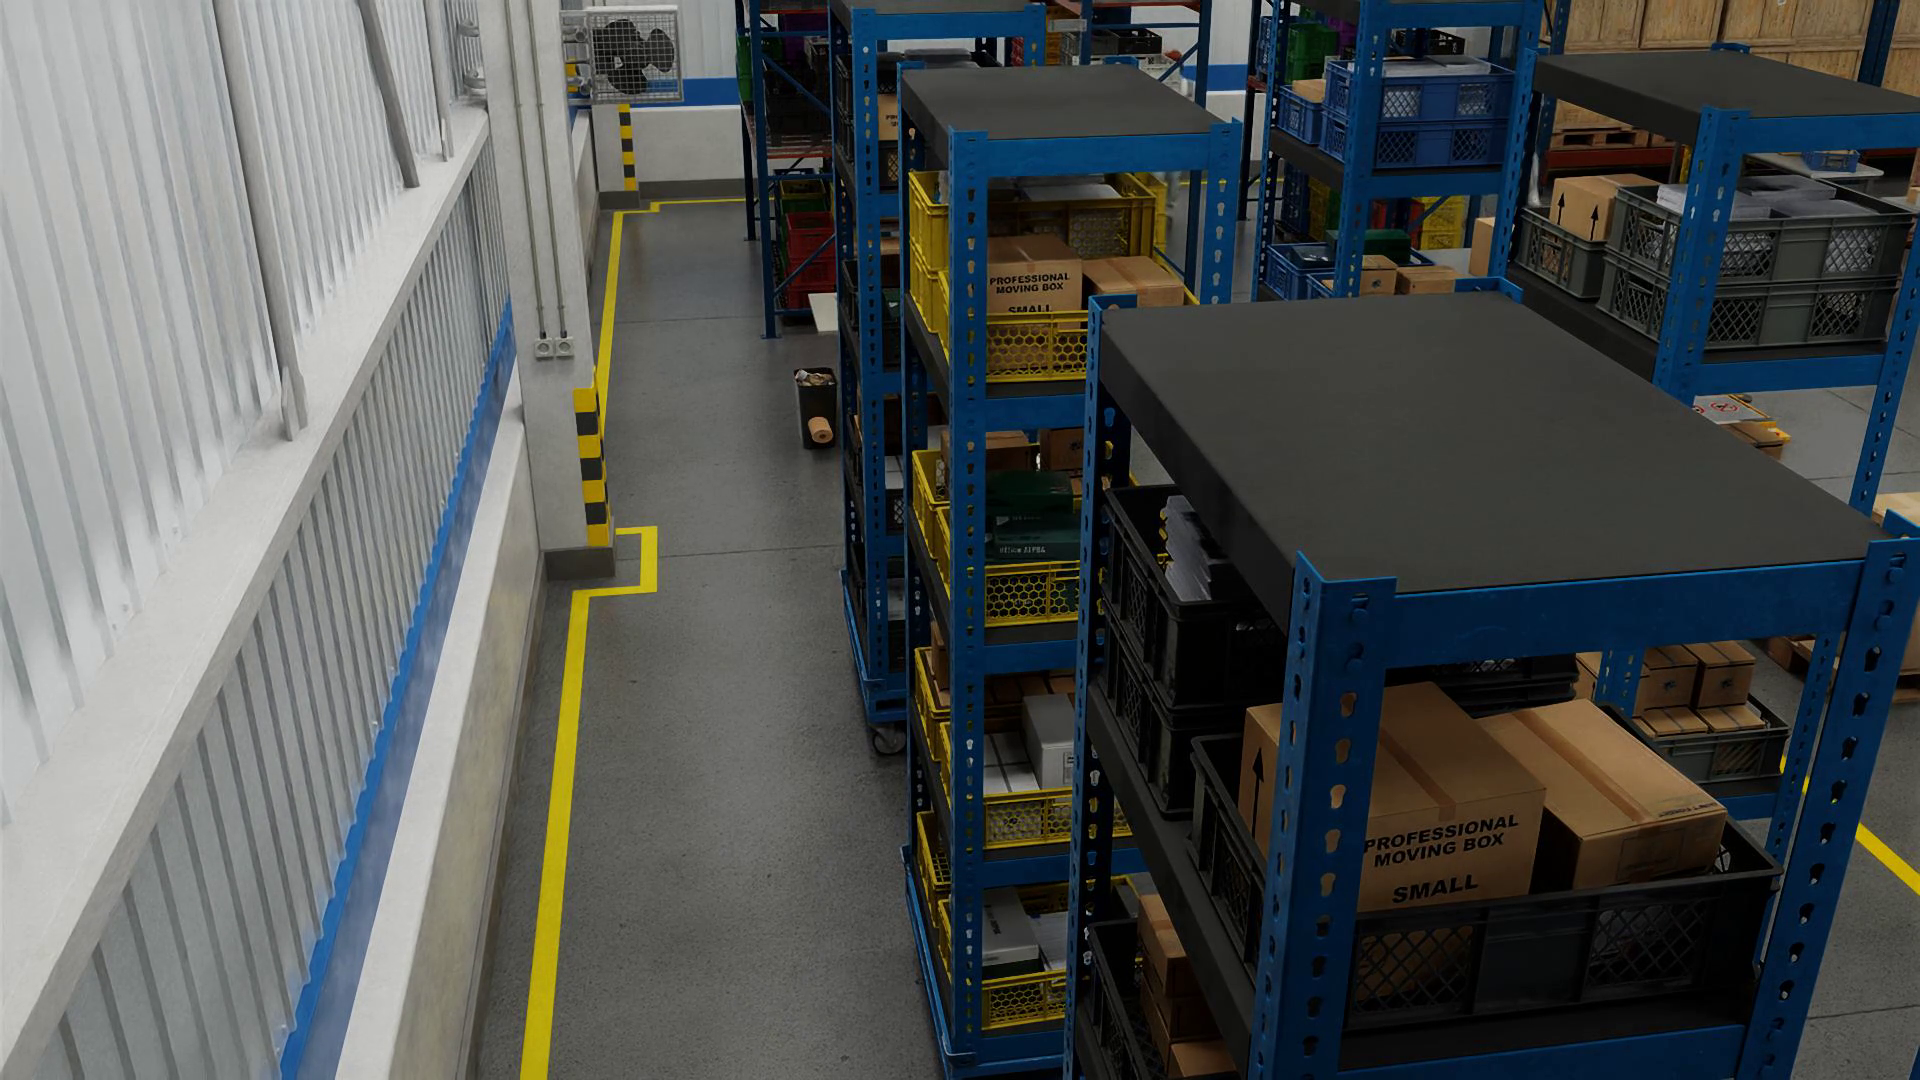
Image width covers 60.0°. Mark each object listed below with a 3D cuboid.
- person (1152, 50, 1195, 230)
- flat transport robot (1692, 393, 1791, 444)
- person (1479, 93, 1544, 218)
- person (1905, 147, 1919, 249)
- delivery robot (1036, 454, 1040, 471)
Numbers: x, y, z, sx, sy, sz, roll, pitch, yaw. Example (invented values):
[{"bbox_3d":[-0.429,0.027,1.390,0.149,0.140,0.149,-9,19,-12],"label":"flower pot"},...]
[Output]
[{"bbox_3d":[2.198,-4.137,17.363,0.569,1.853,0.787,1,25,3],"label":"person"},{"bbox_3d":[5.224,-0.859,12.132,1.431,0.197,0.652,-4,25,-8],"label":"flat transport robot"},{"bbox_3d":[5.811,-4.065,17.192,1.035,1.874,0.638,18,30,34],"label":"person"},{"bbox_3d":[9.890,-3.907,16.824,0.404,1.903,0.636,12,27,24],"label":"person"},{"bbox_3d":[0.682,-0.444,10.785,0.707,0.478,0.477,2,25,4],"label":"delivery robot"}]
